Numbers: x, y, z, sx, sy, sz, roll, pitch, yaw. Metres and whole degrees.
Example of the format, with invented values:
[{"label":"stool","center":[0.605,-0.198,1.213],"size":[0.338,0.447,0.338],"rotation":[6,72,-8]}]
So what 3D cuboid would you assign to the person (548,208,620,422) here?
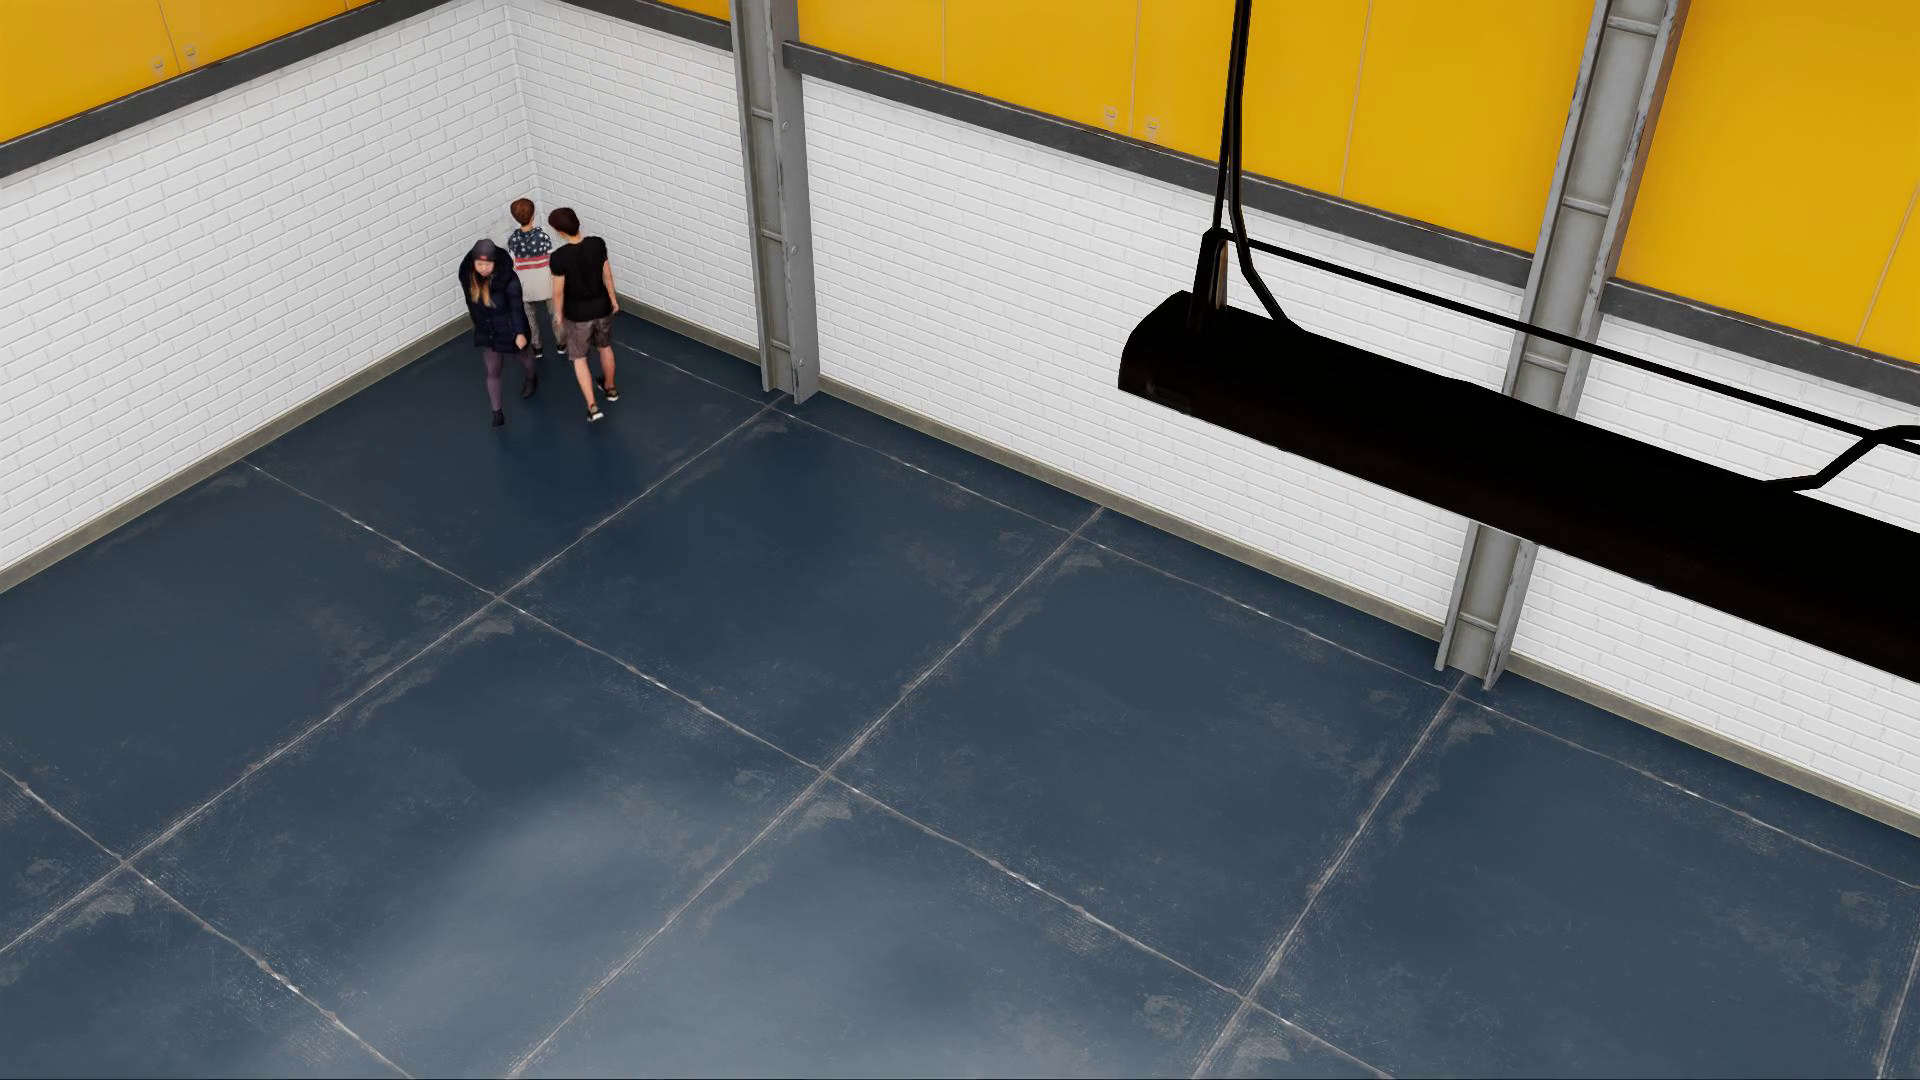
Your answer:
[{"label":"person","center":[-2.976,-1.783,13.235],"size":[0.881,1.836,1.053],"rotation":[-18,42,-21]}]

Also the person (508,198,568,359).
[{"label":"person","center":[-3.599,-2.226,14.106],"size":[0.589,1.442,0.637],"rotation":[-9,39,-11]}]

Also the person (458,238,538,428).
[{"label":"person","center":[-3.658,-1.754,13.372],"size":[1.117,1.620,1.042],"rotation":[8,39,10]}]
